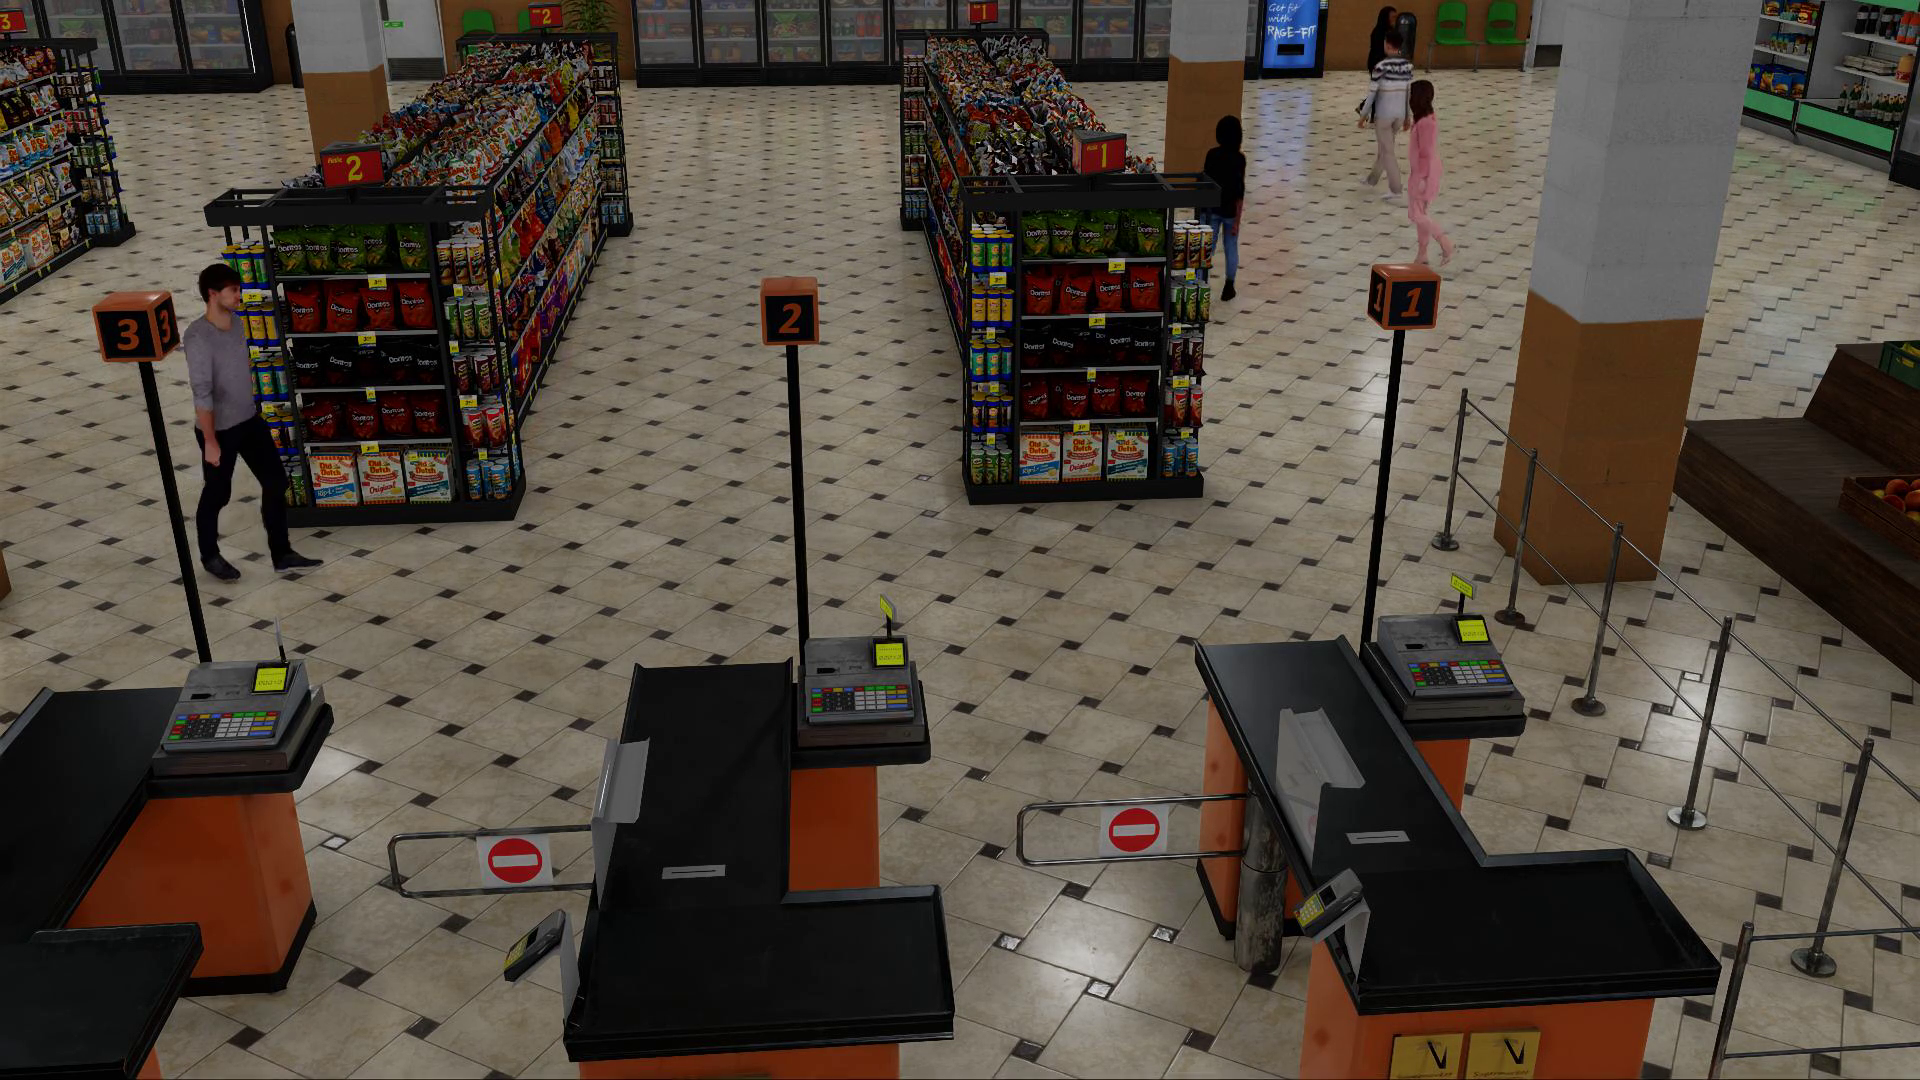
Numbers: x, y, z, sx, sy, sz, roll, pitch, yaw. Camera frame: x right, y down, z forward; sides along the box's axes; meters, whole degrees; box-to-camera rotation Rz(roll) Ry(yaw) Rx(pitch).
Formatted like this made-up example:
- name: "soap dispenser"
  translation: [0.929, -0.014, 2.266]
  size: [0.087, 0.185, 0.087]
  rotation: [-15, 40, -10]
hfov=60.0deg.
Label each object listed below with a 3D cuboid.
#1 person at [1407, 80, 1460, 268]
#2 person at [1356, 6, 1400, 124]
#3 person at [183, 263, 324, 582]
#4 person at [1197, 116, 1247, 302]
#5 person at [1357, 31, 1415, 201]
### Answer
- name: "person"
  translation: [4.480, -3.422, 15.749]
  size: [0.928, 1.777, 0.924]
  rotation: [7, 25, 16]
- name: "person"
  translation: [5.825, -6.649, 23.345]
  size: [0.886, 1.601, 0.827]
  rotation: [14, 27, 30]
- name: "person"
  translation: [-4.180, -0.643, 9.359]
  size: [1.037, 1.810, 1.003]
  rotation: [6, 24, 14]
- name: "person"
  translation: [2.233, -2.777, 14.425]
  size: [0.859, 1.658, 1.186]
  rotation: [7, 25, 16]
- name: "person"
  translation: [4.868, -4.726, 18.682]
  size: [1.017, 1.817, 1.293]
  rotation: [-12, 26, -26]
